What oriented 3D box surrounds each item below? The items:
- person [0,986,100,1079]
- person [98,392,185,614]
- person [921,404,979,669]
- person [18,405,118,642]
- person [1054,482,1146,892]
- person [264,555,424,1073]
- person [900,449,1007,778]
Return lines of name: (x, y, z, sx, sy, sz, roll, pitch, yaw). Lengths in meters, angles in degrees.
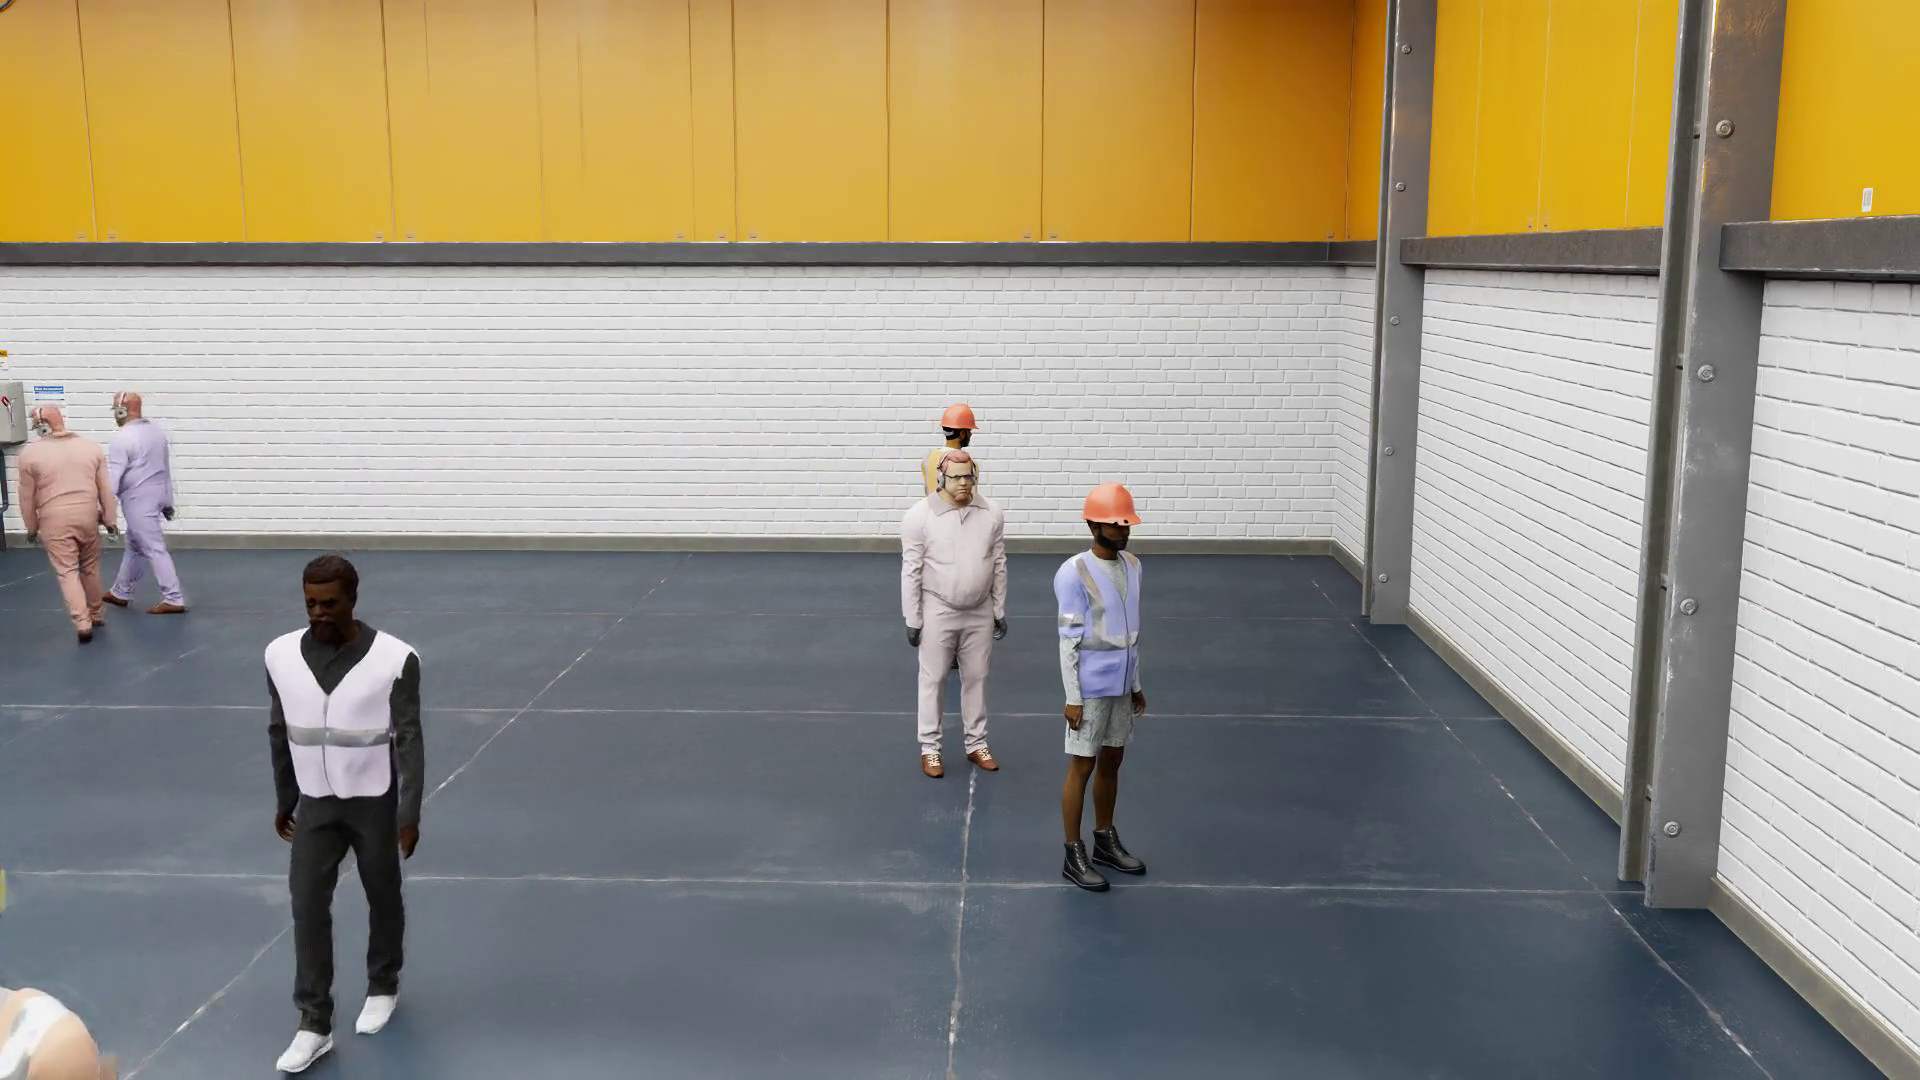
person: (-2.007, 1.504, 3.325, 0.615, 1.869, 1.004, 4, 10, 22)
person: (-6.966, -0.299, 13.920, 0.959, 1.863, 0.668, 0, 10, 0)
person: (-0.037, -0.028, 12.131, 0.382, 1.933, 0.542, -9, 13, -43)
person: (-6.985, -0.138, 13.054, 0.893, 1.865, 0.691, 8, 13, 39)
person: (0.695, 0.684, 7.933, 0.356, 1.939, 0.543, 9, 13, 43)
person: (-2.317, 1.005, 6.180, 0.629, 1.888, 0.819, 0, 10, 2)
person: (-0.020, 0.421, 9.595, 0.641, 1.902, 0.402, -4, 11, -23)
